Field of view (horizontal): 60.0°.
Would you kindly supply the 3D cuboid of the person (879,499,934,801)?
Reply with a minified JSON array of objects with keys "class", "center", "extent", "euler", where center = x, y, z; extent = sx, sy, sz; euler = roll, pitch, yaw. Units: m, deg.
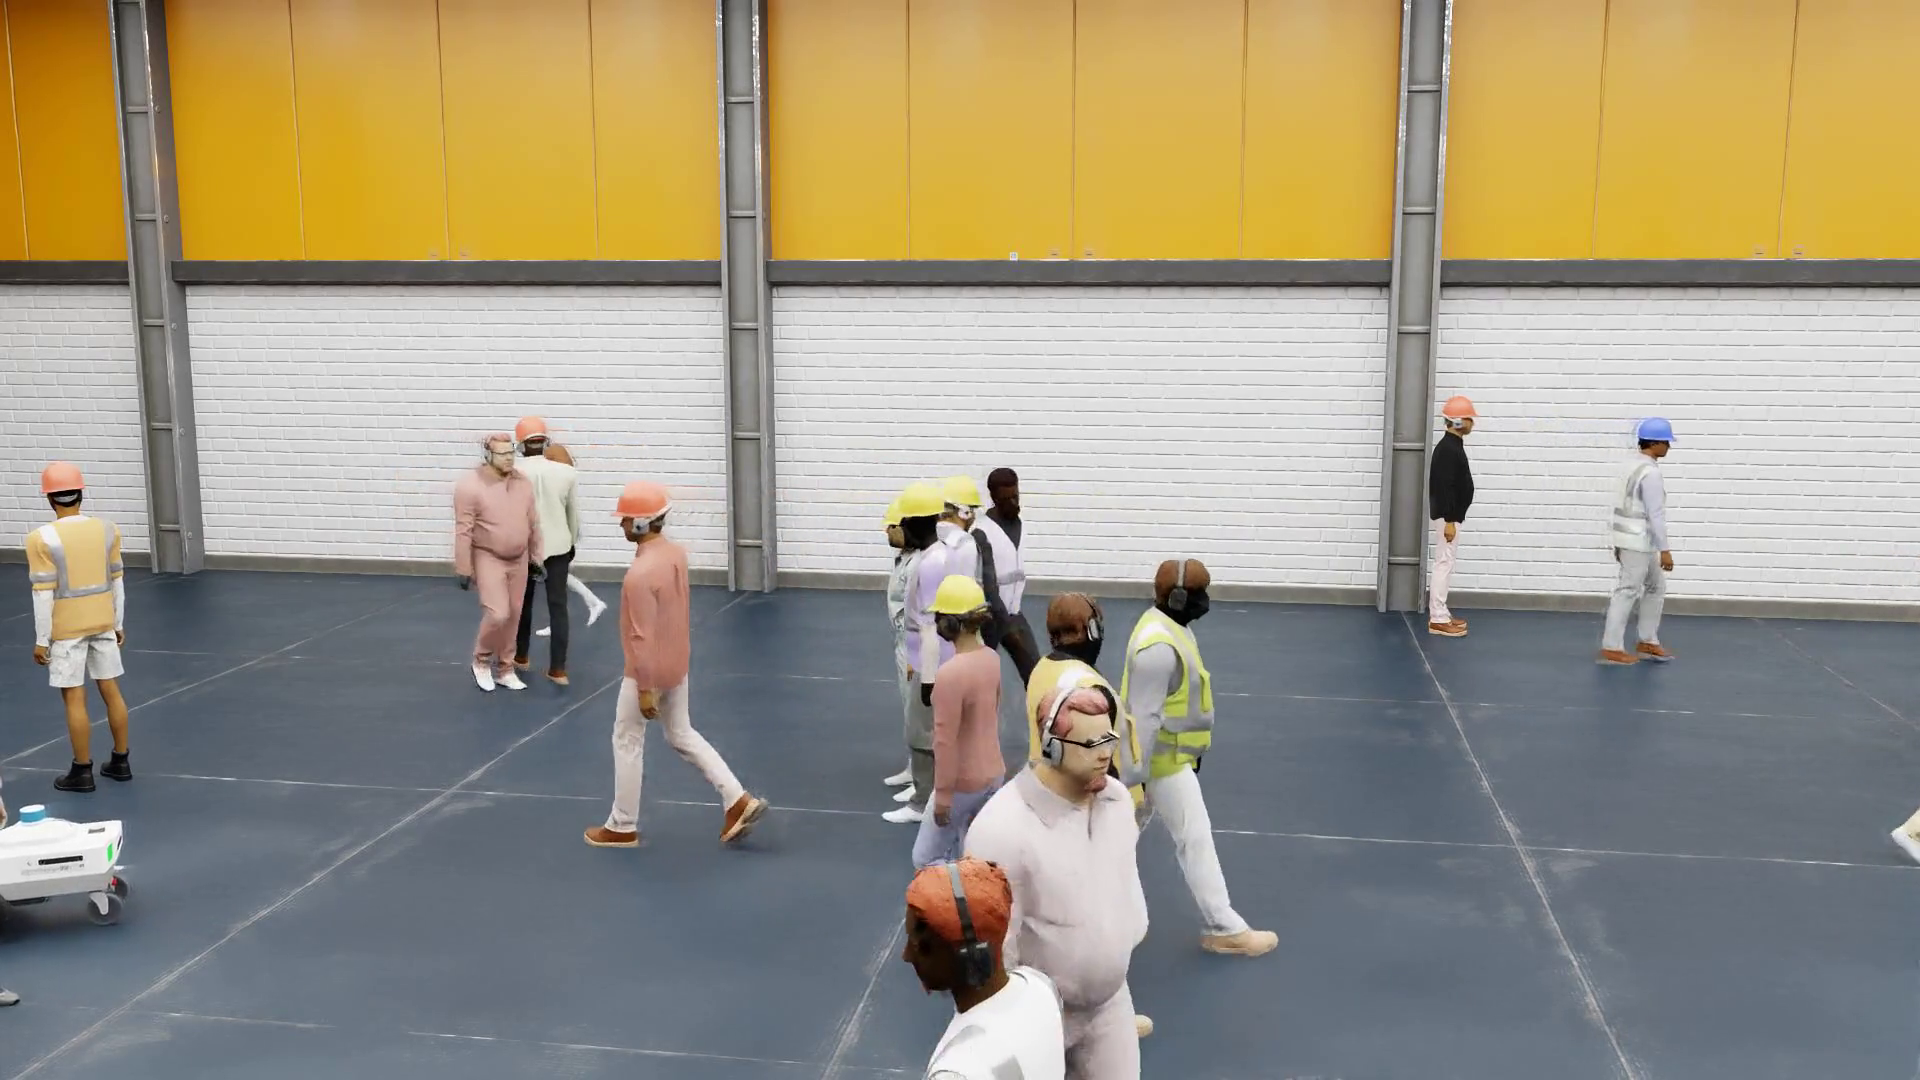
[{"class":"person","center":[-0.302,0.628,9.555],"extent":[0.319,1.740,0.498],"euler":[-1,9,-8]}]

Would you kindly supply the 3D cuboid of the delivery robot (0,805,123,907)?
[{"class":"delivery robot","center":[-4.274,1.472,7.699],"extent":[0.707,0.478,0.477],"euler":[-4,10,-21]}]

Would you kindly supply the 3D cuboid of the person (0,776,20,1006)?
[{"class":"person","center":[-4.054,1.089,6.654],"extent":[0.350,1.756,0.518],"euler":[2,10,15]}]

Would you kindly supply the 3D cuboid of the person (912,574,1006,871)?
[{"class":"person","center":[0.015,1.018,7.090],"extent":[0.375,1.753,0.542],"euler":[5,10,27]}]

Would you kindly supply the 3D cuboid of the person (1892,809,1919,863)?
[{"class":"person","center":[5.160,0.906,8.281],"extent":[0.817,1.597,0.503],"euler":[6,11,33]}]

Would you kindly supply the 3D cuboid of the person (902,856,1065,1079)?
[{"class":"person","center":[0.130,1.553,3.480],"extent":[0.725,1.862,0.593],"euler":[3,10,18]}]

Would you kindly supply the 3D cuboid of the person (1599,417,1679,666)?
[{"class":"person","center":[5.282,0.026,12.693],"extent":[0.742,1.920,0.607],"euler":[2,9,13]}]

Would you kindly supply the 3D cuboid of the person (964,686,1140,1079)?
[{"class":"person","center":[0.242,1.322,4.871],"extent":[0.650,1.877,0.929],"euler":[-7,12,-38]}]

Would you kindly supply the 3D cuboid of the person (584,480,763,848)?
[{"class":"person","center":[-1.522,0.660,8.647],"extent":[0.899,1.969,0.612],"euler":[3,10,17]}]

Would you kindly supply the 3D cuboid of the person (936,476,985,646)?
[{"class":"person","center":[0.008,0.522,10.003],"extent":[0.597,1.801,0.605],"euler":[-5,11,-30]}]

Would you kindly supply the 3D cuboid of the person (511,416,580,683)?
[{"class":"person","center":[-3.155,0.053,12.435],"extent":[0.617,1.957,0.918],"euler":[-4,10,-24]}]

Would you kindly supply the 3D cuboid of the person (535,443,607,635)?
[{"class":"person","center":[-3.267,0.003,13.778],"extent":[0.491,1.618,0.501],"euler":[1,9,4]}]

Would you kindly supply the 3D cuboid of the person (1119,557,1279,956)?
[{"class":"person","center":[0.899,0.951,7.444],"extent":[0.996,1.789,0.630],"euler":[1,9,7]}]

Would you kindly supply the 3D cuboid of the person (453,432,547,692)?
[{"class":"person","center":[-3.281,0.163,11.943],"extent":[0.417,1.890,0.660],"euler":[7,11,35]}]

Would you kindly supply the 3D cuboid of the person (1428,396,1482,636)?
[{"class":"person","center":[4.116,-0.205,13.906],"extent":[0.392,1.991,0.625],"euler":[3,10,18]}]

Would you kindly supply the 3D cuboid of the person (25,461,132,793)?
[{"class":"person","center":[-5.154,0.505,9.708],"extent":[0.376,1.934,0.547],"euler":[6,11,31]}]

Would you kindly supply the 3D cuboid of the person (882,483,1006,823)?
[{"class":"person","center":[-0.101,0.637,8.978],"extent":[0.592,1.905,0.601],"euler":[0,9,2]}]

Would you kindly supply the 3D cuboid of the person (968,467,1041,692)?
[{"class":"person","center":[0.302,0.484,10.090],"extent":[1.025,1.854,0.588],"euler":[6,11,34]}]

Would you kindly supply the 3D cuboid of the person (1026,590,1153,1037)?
[{"class":"person","center":[0.507,1.098,6.427],"extent":[0.503,1.809,0.649],"euler":[-2,9,-9]}]
